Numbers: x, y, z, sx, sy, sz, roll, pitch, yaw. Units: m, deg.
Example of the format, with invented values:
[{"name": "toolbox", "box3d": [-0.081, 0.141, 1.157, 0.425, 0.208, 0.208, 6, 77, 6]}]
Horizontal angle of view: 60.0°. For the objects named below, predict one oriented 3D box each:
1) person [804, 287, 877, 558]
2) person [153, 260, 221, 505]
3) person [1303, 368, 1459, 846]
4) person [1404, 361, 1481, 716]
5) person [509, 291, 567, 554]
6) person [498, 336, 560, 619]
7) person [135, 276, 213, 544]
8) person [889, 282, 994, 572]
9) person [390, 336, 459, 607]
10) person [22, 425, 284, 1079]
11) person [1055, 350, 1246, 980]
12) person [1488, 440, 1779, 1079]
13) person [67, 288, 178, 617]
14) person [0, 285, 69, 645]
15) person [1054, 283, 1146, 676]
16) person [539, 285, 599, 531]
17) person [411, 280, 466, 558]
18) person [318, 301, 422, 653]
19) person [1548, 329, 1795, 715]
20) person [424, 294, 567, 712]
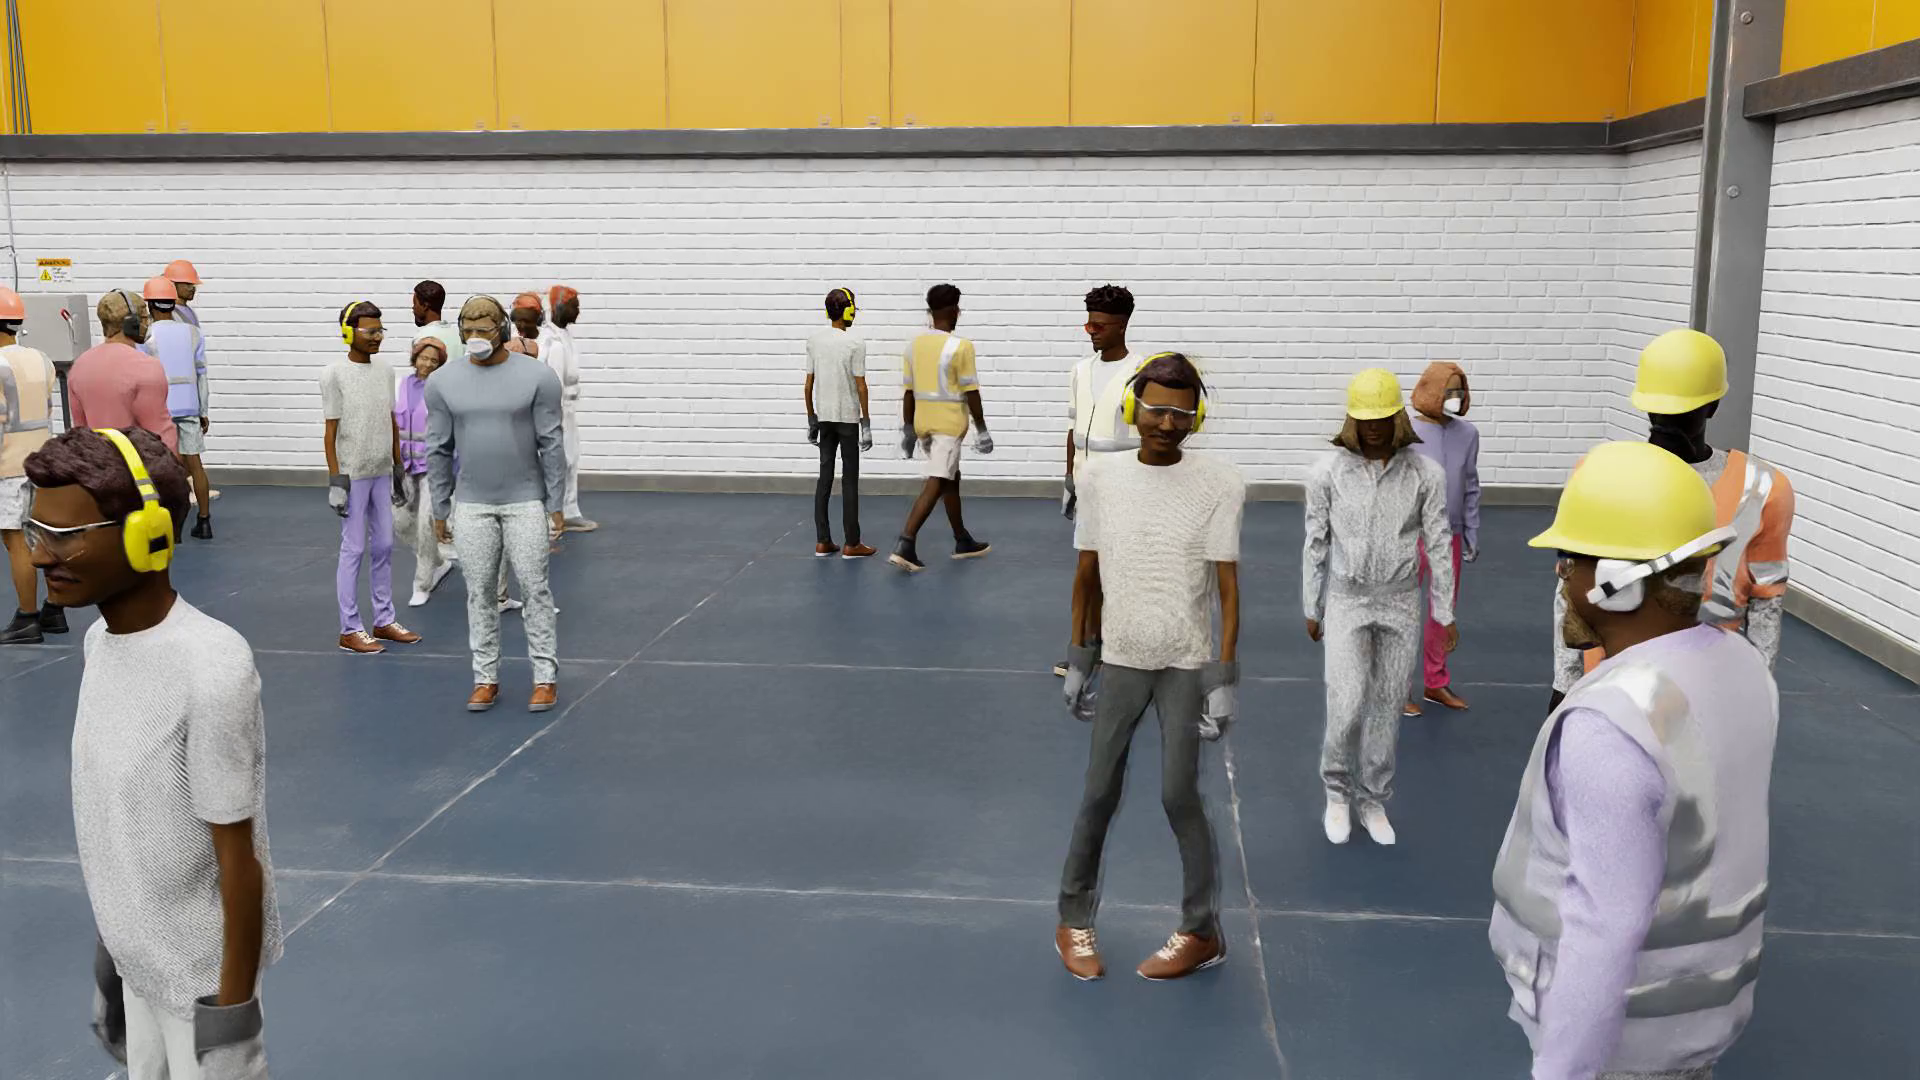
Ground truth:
[{"name": "person", "box3d": [-0.836, -0.802, 11.524, 0.533, 1.859, 0.310, 6, 11, 30]}, {"name": "person", "box3d": [-6.477, -1.318, 13.954, 0.382, 2.040, 0.616, -1, 10, -5]}, {"name": "person", "box3d": [1.476, 0.252, 5.894, 0.505, 1.723, 0.436, 0, 10, 0]}, {"name": "person", "box3d": [2.175, -0.007, 7.643, 0.498, 1.626, 0.298, -4, 11, -21]}, {"name": "person", "box3d": [-2.938, -0.770, 11.372, 0.612, 1.844, 0.634, 4, 11, 24]}, {"name": "person", "box3d": [-2.561, -0.358, 9.646, 0.514, 1.630, 0.318, 7, 12, 34]}, {"name": "person", "box3d": [-5.750, -0.942, 12.099, 0.374, 1.935, 0.552, 8, 13, 38]}, {"name": "person", "box3d": [-0.146, -0.764, 11.157, 1.009, 1.922, 0.606, -8, 13, -40]}, {"name": "person", "box3d": [-3.233, -0.418, 10.018, 0.577, 1.611, 0.469, 3, 10, 16]}, {"name": "person", "box3d": [-1.285, 0.736, 2.727, 0.514, 1.861, 0.321, 9, 13, 42]}, {"name": "person", "box3d": [0.549, 0.374, 4.843, 0.544, 1.843, 0.362, 3, 10, 17]}, {"name": "person", "box3d": [1.077, 0.750, 2.725, 0.404, 1.827, 0.599, 9, 13, 42]}, {"name": "person", "box3d": [-4.068, -0.260, 8.192, 0.627, 1.940, 0.371, 5, 11, 26]}, {"name": "person", "box3d": [-5.121, -0.403, 9.004, 0.347, 1.943, 0.544, 1, 10, 5]}, {"name": "person", "box3d": [0.734, -0.264, 8.136, 0.361, 1.964, 0.614, -9, 13, -42]}, {"name": "person", "box3d": [-3.062, -0.975, 12.483, 0.567, 1.871, 0.597, 1, 10, 5]}, {"name": "person", "box3d": [-3.575, -0.813, 11.485, 0.399, 1.896, 0.589, 1, 10, 7]}, {"name": "person", "box3d": [-3.145, -0.332, 8.834, 0.327, 1.862, 0.510, 5, 11, 26]}, {"name": "person", "box3d": [1.914, 0.387, 4.549, 0.585, 1.917, 0.381, 6, 11, 29]}, {"name": "person", "box3d": [-2.132, -0.161, 7.672, 0.635, 1.928, 0.382, -1, 10, -4]}]
